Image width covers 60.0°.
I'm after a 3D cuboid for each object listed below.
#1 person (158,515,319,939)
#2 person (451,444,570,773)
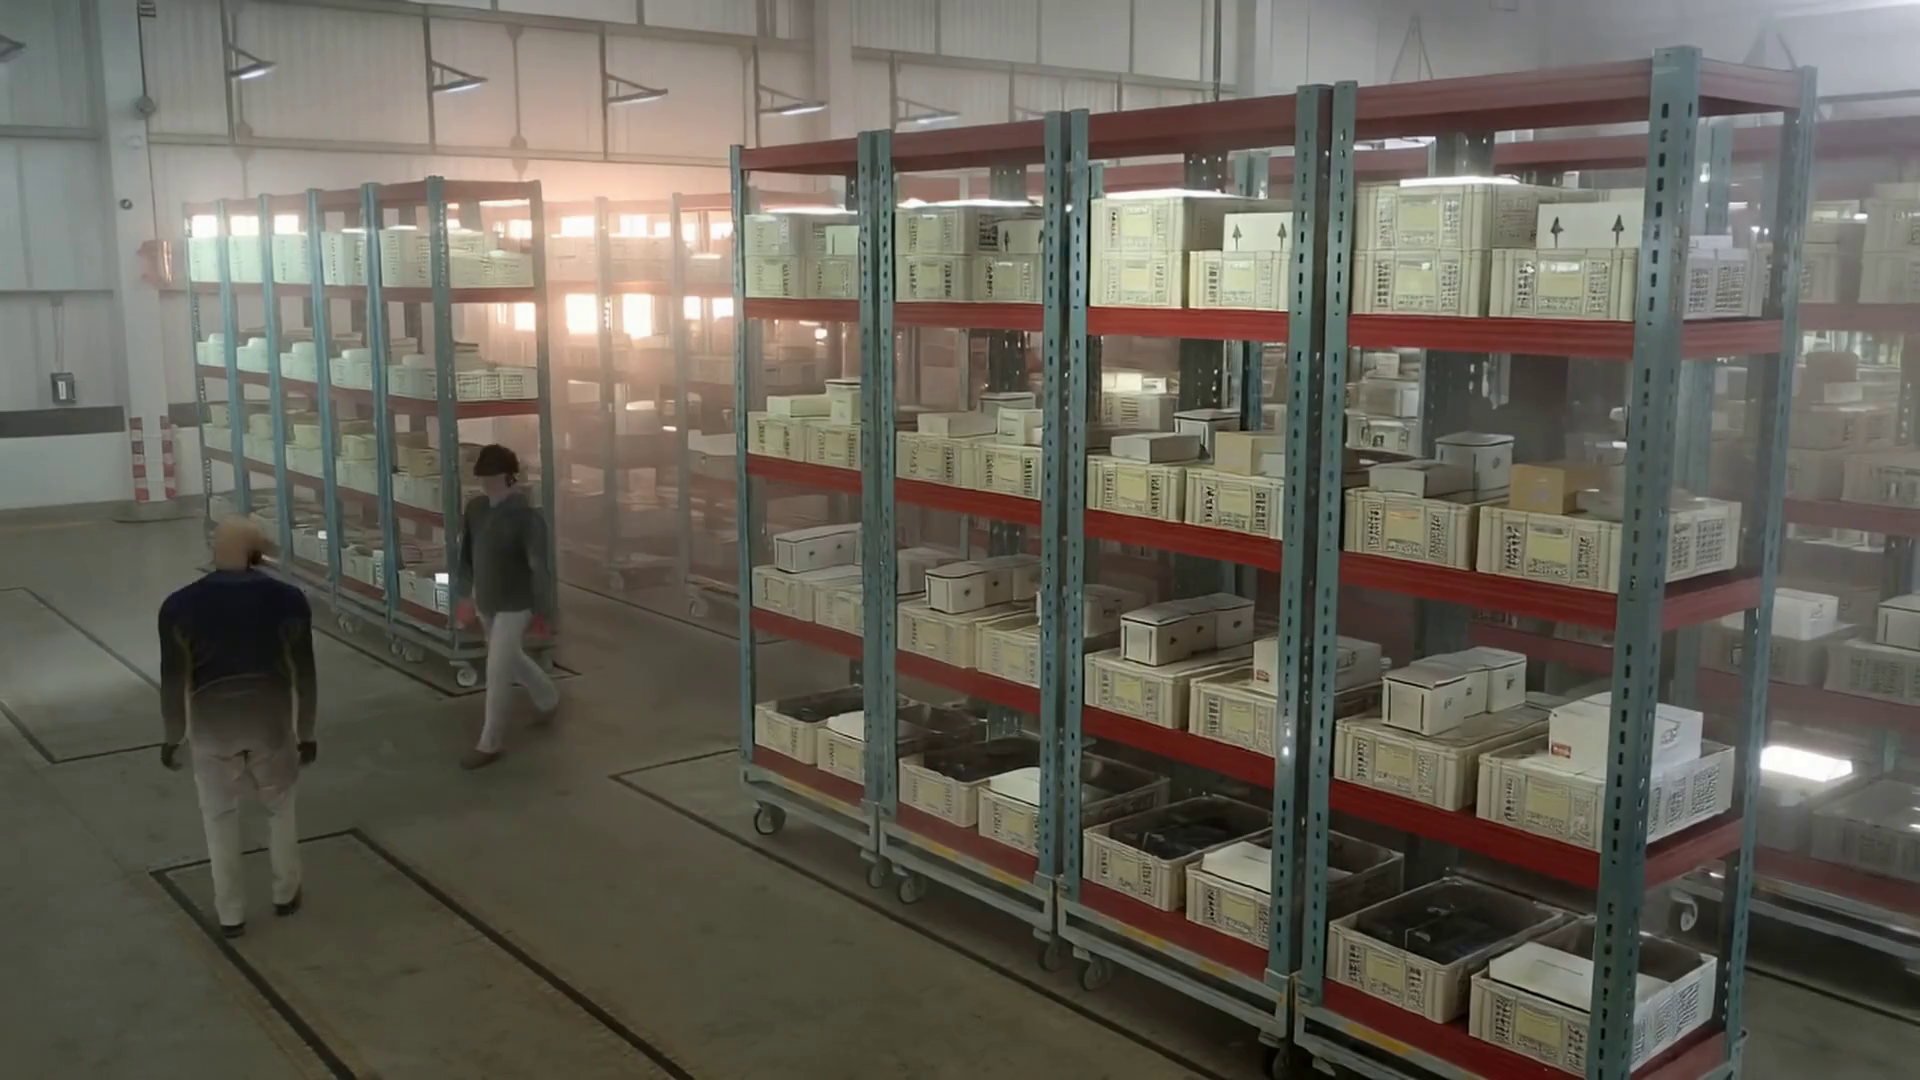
[{"bbox_3d":[-3.260,0.842,7.538,0.673,1.909,0.560,-5,11,-27],"label":"person"},{"bbox_3d":[-2.737,0.364,10.196,0.608,1.959,1.007,6,11,32],"label":"person"}]
